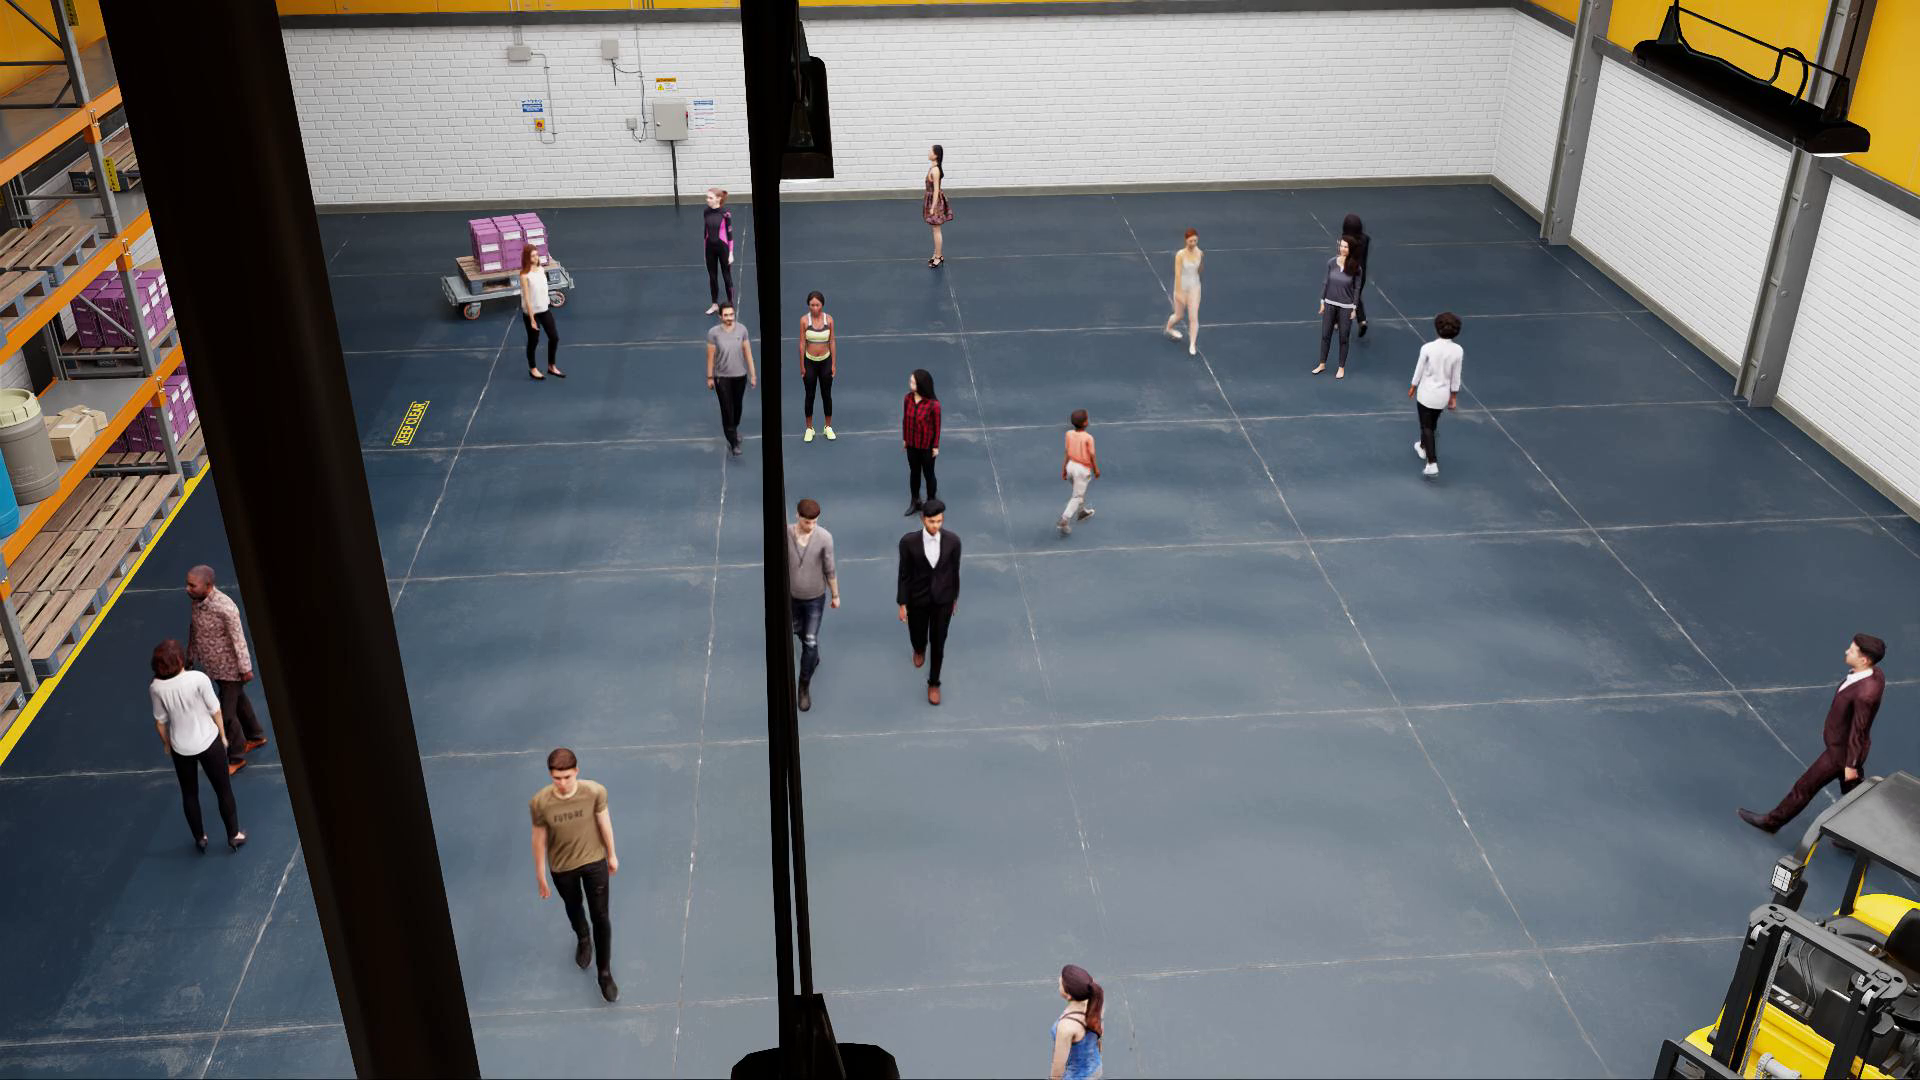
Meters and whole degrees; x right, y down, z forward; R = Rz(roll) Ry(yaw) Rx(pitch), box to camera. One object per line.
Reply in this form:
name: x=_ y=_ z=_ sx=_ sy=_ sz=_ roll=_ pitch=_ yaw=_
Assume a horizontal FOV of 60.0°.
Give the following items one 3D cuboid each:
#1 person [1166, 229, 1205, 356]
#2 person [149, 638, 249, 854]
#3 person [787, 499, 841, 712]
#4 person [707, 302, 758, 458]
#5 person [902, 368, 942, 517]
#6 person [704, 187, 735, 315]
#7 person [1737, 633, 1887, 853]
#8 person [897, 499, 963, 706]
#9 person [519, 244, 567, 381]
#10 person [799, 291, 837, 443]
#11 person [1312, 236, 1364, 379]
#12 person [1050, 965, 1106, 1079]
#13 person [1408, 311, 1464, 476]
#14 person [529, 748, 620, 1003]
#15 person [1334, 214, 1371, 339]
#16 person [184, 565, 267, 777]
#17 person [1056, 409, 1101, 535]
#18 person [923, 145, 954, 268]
person: x=2.853 y=-3.184 z=21.067 sx=0.617 sy=1.607 sz=0.934 roll=-9 pitch=30 yaw=-16
person: x=-5.621 y=1.532 z=12.232 sx=0.621 sy=1.789 sz=0.561 roll=-4 pitch=29 yaw=-7
person: x=-1.326 y=0.428 z=14.194 sx=0.844 sy=1.848 sz=1.238 roll=3 pitch=29 yaw=5
person: x=-2.575 y=-1.841 z=18.495 sx=0.913 sy=1.713 sz=1.196 roll=-13 pitch=31 yaw=-22
person: x=-0.383 y=-0.999 z=17.012 sx=0.664 sy=1.654 sz=0.695 roll=17 pitch=33 yaw=28
person: x=-3.211 y=-3.855 z=22.151 sx=0.648 sy=1.747 sz=0.662 roll=10 pitch=30 yaw=18
person: x=6.567 y=1.554 z=12.166 sx=1.243 sy=1.813 sz=1.249 roll=18 pitch=33 yaw=29
person: x=-0.265 y=0.455 z=14.126 sx=0.696 sy=1.867 sz=0.902 roll=-3 pitch=29 yaw=-5
person: x=-5.208 y=-2.761 z=20.191 sx=0.836 sy=1.704 sz=0.778 roll=20 pitch=34 yaw=32
person: x=-1.600 y=-1.968 z=18.683 sx=0.572 sy=1.755 sz=0.531 roll=-5 pitch=29 yaw=-9
person: x=4.631 y=-2.865 z=20.316 sx=0.690 sy=1.767 sz=0.699 roll=14 pitch=32 yaw=24
person: x=0.730 y=3.098 z=9.557 sx=0.851 sy=1.602 sz=0.791 roll=22 pitch=36 yaw=35
person: x=5.115 y=-1.545 z=17.884 sx=0.619 sy=1.780 sz=1.086 roll=-3 pitch=29 yaw=-5
person: x=-2.562 y=2.107 z=11.138 sx=0.768 sy=1.827 sz=1.011 roll=-6 pitch=29 yaw=-12
person: x=5.073 y=-3.379 z=21.443 sx=0.736 sy=1.589 sz=1.048 roll=-7 pitch=29 yaw=-13
person: x=-5.802 y=0.958 z=13.286 sx=0.944 sy=1.788 sz=1.005 roll=21 pitch=35 yaw=33
person: x=1.166 y=-0.688 z=16.808 sx=0.871 sy=1.304 sz=0.856 roll=-25 pitch=38 yaw=-38
person: x=-0.366 y=-4.792 z=23.842 sx=0.730 sy=1.773 sz=0.612 roll=0 pitch=29 yaw=-1
